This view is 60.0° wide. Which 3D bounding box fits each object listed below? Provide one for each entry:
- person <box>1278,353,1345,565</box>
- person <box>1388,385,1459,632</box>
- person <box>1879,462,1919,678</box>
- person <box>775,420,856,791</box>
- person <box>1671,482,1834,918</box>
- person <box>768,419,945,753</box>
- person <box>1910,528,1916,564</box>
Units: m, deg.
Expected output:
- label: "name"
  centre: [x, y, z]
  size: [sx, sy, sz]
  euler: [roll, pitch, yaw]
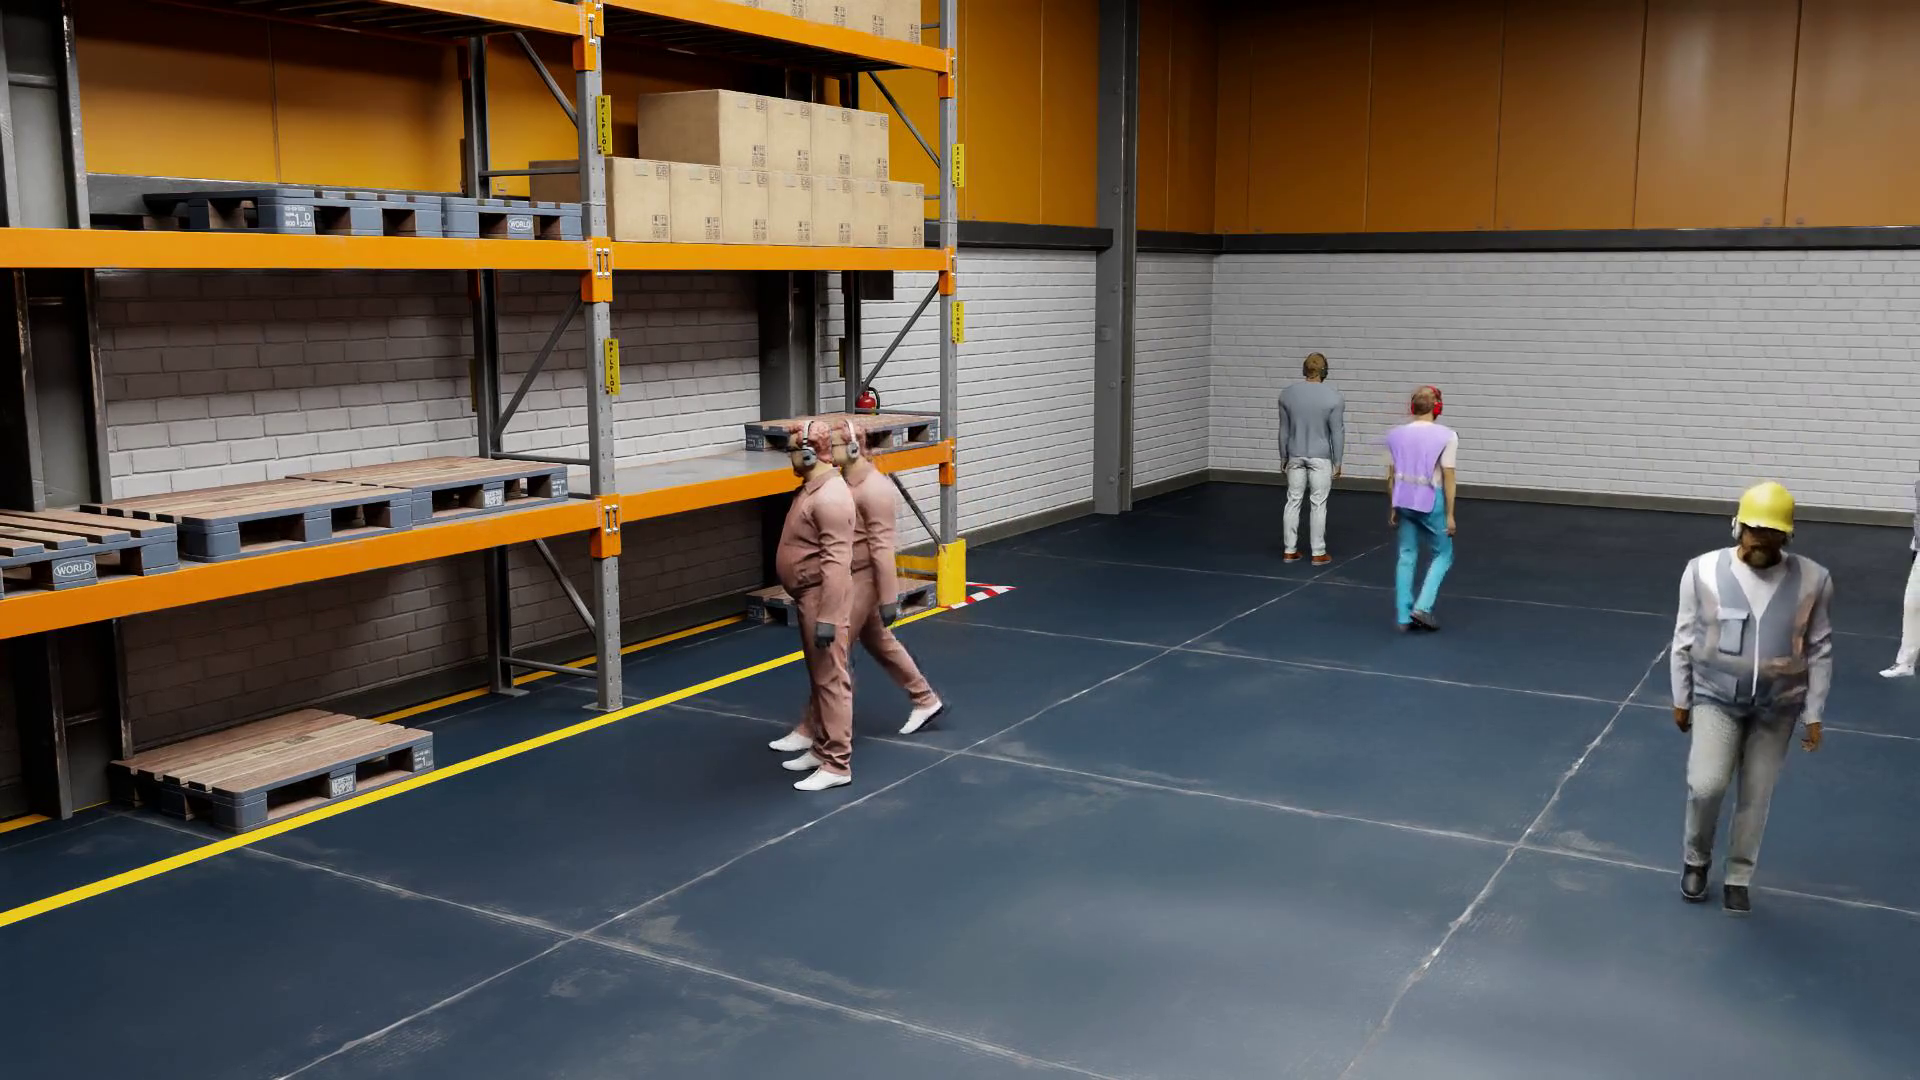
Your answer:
- label: "person"
  centre: [3.188, -0.732, 15.137]
  size: [0.627, 1.936, 0.362]
  euler: [6, 11, 32]
- label: "person"
  centre: [3.399, -0.219, 12.249]
  size: [0.454, 1.825, 0.596]
  euler: [-8, 12, -42]
- label: "person"
  centre: [6.468, 0.120, 10.845]
  size: [0.756, 1.598, 0.513]
  euler: [-2, 9, -12]
- label: "person"
  centre: [-0.746, 0.333, 8.577]
  size: [0.402, 1.904, 0.639]
  euler: [-2, 9, -11]
- label: "person"
  centre: [3.235, 0.657, 6.822]
  size: [0.589, 1.815, 0.419]
  euler: [3, 10, 18]
- label: "person"
  centre: [-0.552, 0.234, 9.350]
  size: [1.046, 1.857, 0.640]
  euler: [-3, 10, -18]
- label: "person"
  centre: [7.373, -0.167, 12.390]
  size: [0.544, 1.678, 0.600]
  euler: [-3, 10, -18]
